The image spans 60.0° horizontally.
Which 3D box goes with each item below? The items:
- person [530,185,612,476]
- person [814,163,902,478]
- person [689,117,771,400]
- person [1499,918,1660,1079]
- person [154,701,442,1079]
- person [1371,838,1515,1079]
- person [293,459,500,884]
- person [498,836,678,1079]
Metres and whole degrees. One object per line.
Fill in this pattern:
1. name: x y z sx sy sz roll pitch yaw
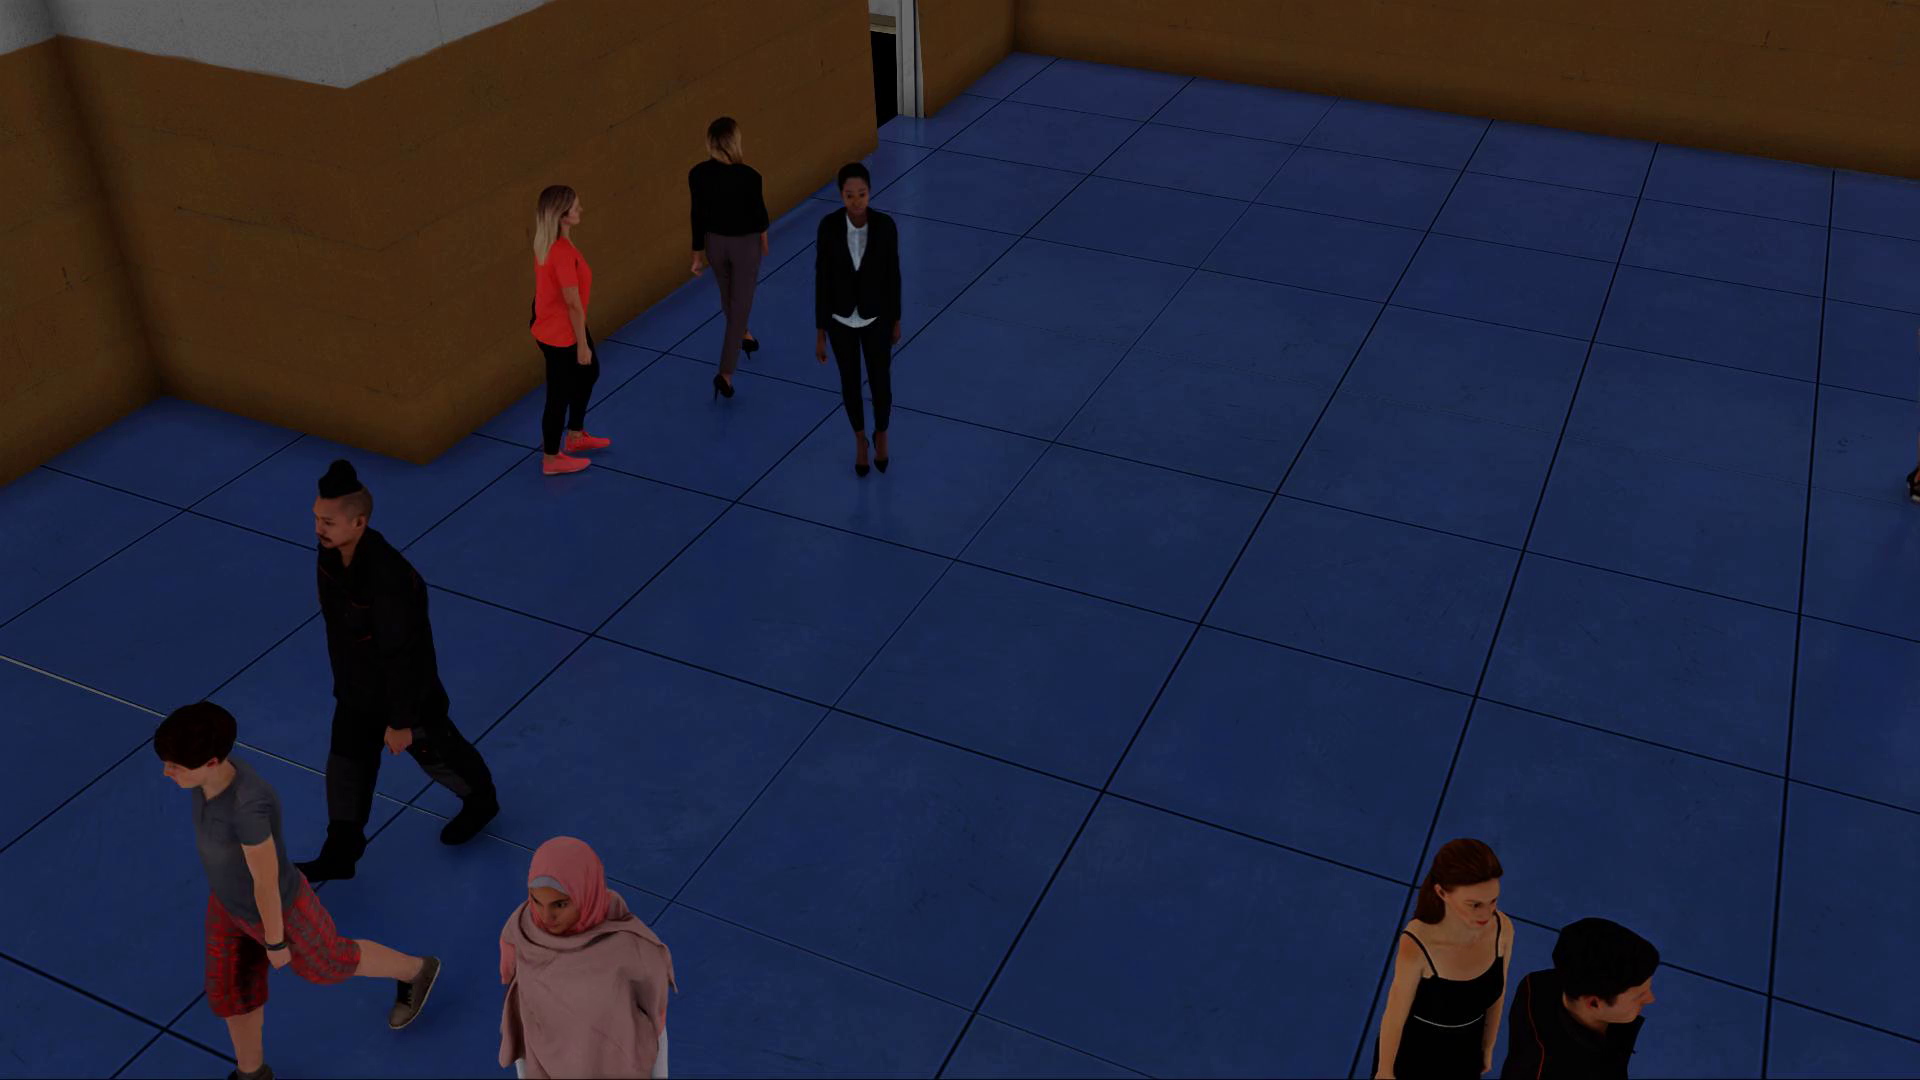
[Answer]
1. person: -2.211 -1.087 8.919 0.805 1.671 0.745 -13 36 -19
2. person: -0.540 -1.172 8.911 0.685 1.823 0.772 0 34 1
3. person: -1.350 -1.586 9.717 0.971 1.620 0.733 9 35 13
4. person: 1.529 1.725 4.444 0.664 1.946 0.746 8 34 11
5. person: -2.228 1.173 5.555 1.154 1.621 0.896 27 42 34
6. person: 1.420 1.527 5.032 0.667 1.625 0.727 -11 35 -16
7. person: -2.121 0.494 6.389 1.146 1.818 1.035 26 42 33
8. person: -1.058 1.562 4.817 0.648 1.804 0.768 3 34 4
